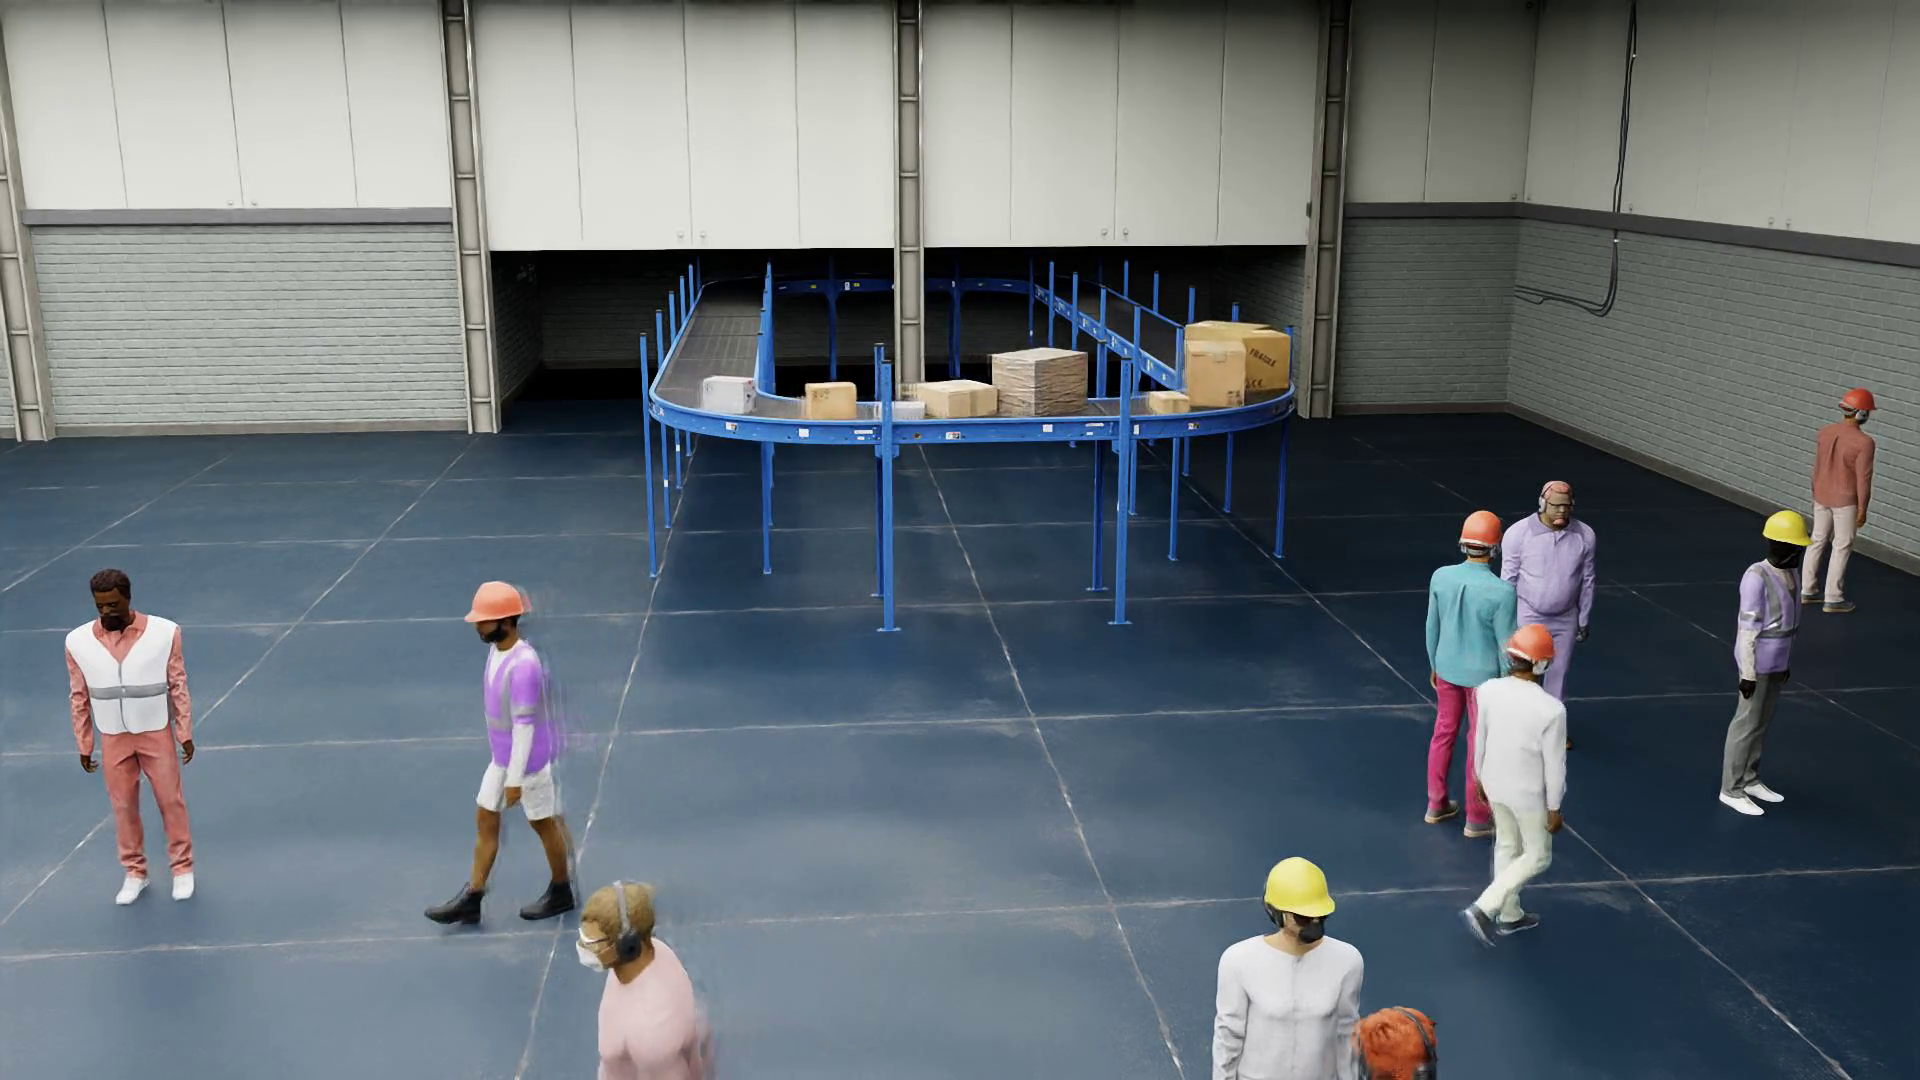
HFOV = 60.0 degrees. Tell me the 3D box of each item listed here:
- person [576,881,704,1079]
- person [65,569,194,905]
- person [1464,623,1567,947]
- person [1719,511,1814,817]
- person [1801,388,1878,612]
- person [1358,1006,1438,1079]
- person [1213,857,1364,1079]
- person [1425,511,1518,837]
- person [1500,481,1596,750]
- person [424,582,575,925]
[{"bbox_3d":[-1.116,2.000,5.432,0.857,1.908,0.655,-3,14,-10],"label":"person"},{"bbox_3d":[-4.548,1.068,9.162,0.597,1.908,0.407,-4,15,-15],"label":"person"},{"bbox_3d":[2.878,1.279,8.640,0.551,1.737,0.580,-7,16,-27],"label":"person"},{"bbox_3d":[5.041,0.752,10.376,0.595,1.925,0.371,-13,19,-41],"label":"person"},{"bbox_3d":[7.790,-0.355,14.696,0.407,1.987,0.622,-5,15,-18],"label":"person"},{"bbox_3d":[1.175,2.207,4.743,0.939,1.825,0.588,-9,17,-32],"label":"person"},{"bbox_3d":[1.157,1.950,5.902,0.533,1.772,0.298,-1,14,-3],"label":"person"},{"bbox_3d":[3.087,0.801,10.037,0.373,1.997,0.615,-11,18,-37],"label":"person"},{"bbox_3d":[4.004,0.522,11.372,0.641,1.899,0.395,0,14,1],"label":"person"},{"bbox_3d":[-2.471,1.164,8.763,0.875,1.905,0.570,-9,17,-33],"label":"person"}]
